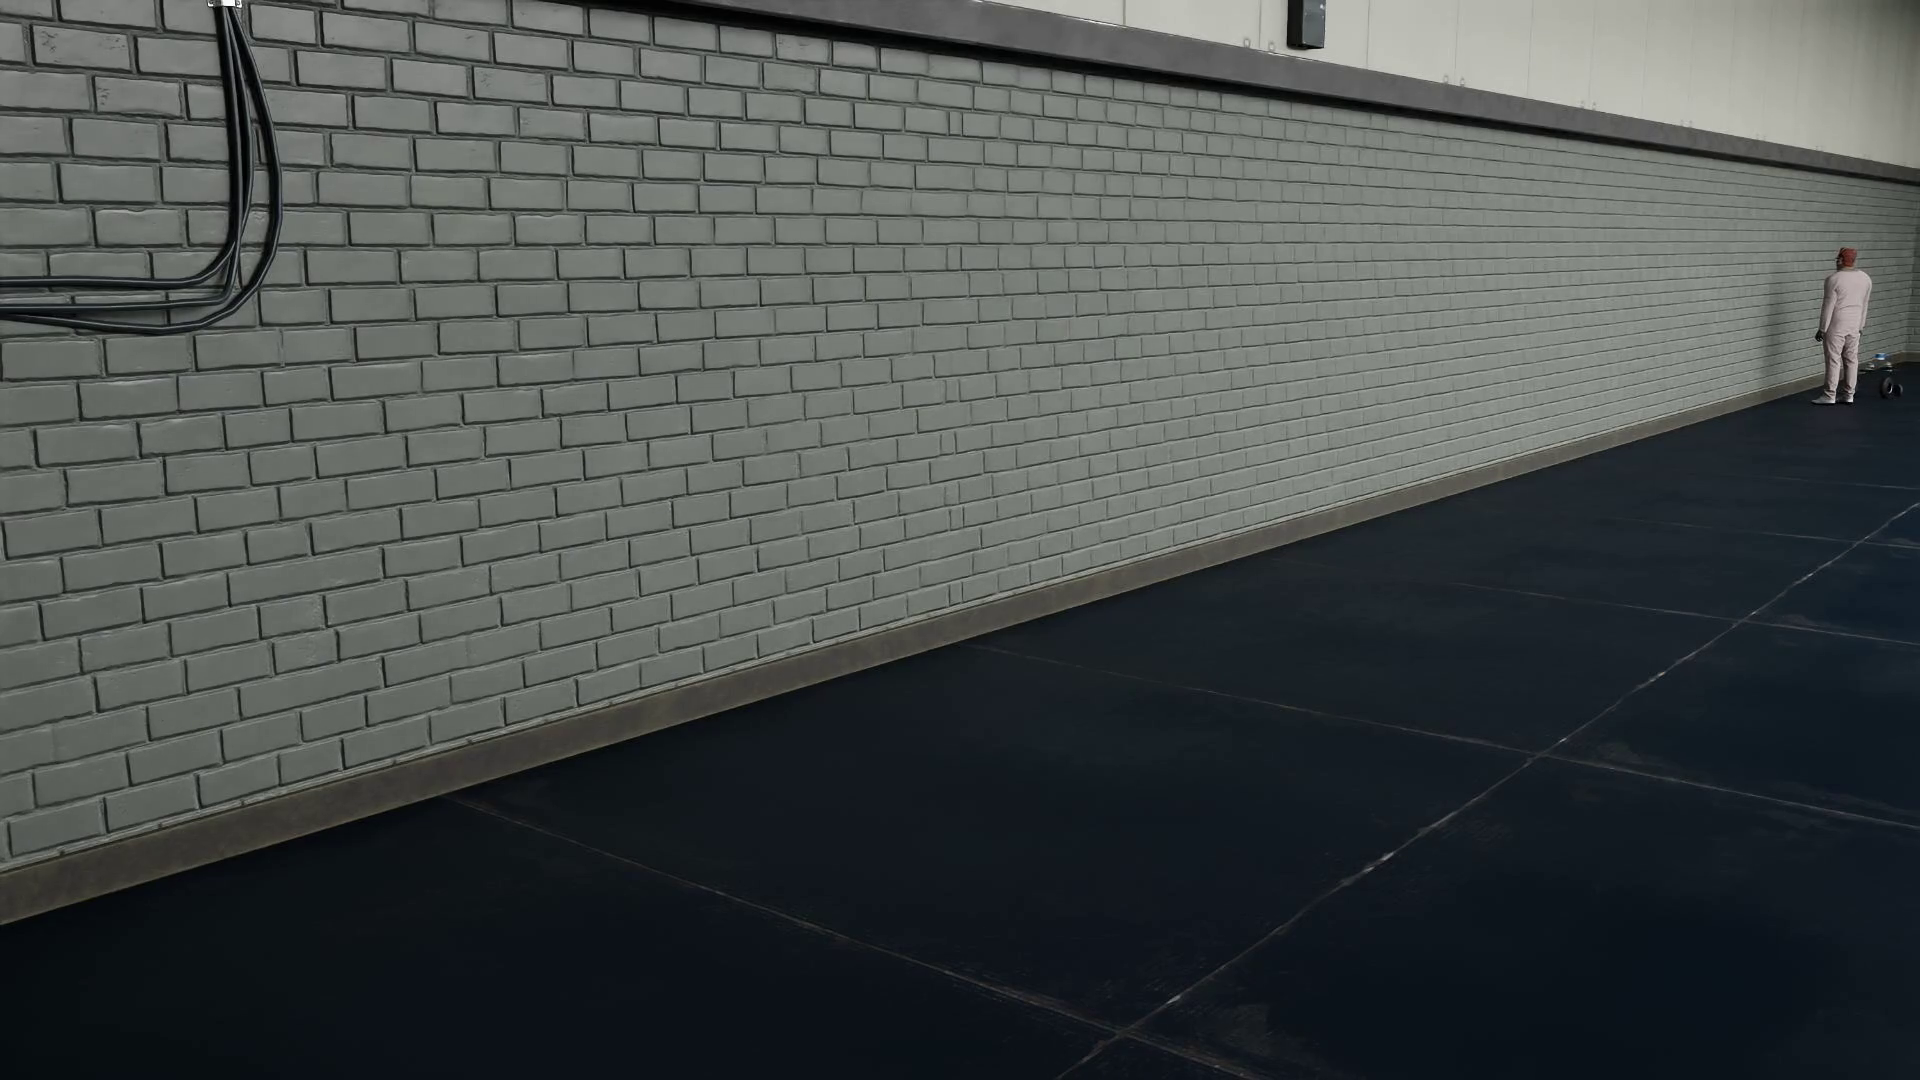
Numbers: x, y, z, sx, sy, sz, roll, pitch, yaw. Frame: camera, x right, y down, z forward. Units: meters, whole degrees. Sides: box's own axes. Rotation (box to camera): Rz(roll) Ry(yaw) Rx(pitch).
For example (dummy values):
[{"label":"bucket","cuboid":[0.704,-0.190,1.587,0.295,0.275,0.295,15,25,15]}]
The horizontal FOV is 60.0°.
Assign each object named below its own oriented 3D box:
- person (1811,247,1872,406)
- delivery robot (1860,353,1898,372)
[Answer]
[{"label":"person","cuboid":[10.739,-2.602,20.301,0.639,1.910,0.407,-3,11,-15]},{"label":"delivery robot","cuboid":[11.896,-2.303,21.528,0.698,0.223,0.335,-9,13,-40]}]
